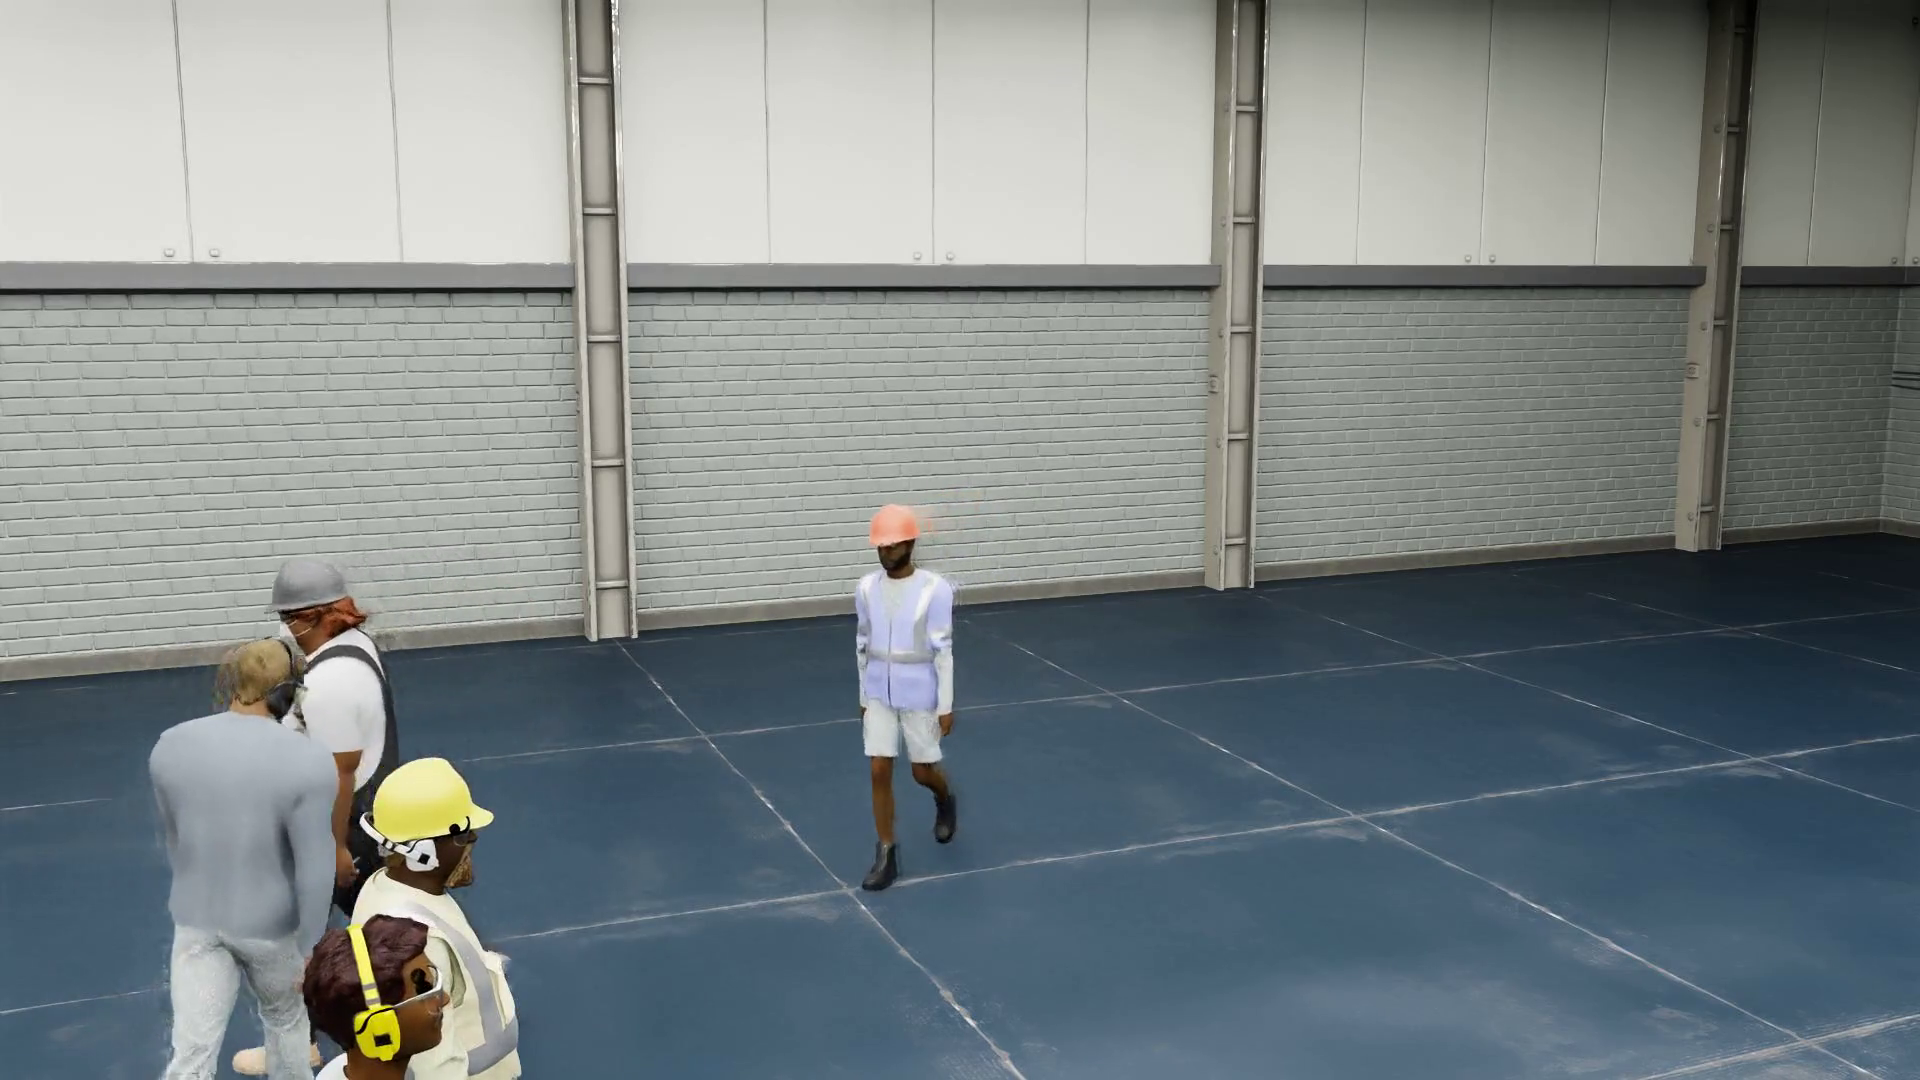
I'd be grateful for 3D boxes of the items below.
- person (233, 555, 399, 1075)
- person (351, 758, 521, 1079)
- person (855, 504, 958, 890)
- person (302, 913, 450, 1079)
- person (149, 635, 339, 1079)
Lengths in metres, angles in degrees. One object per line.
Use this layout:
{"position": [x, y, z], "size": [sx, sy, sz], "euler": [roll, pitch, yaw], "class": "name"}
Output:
{"position": [-2.316, 1.005, 6.409], "size": [0.927, 2.000, 0.686], "euler": [-2, 9, -10], "class": "person"}
{"position": [-1.332, 1.450, 4.260], "size": [0.404, 1.833, 0.590], "euler": [-5, 10, -28], "class": "person"}
{"position": [-0.259, 0.752, 8.399], "size": [0.552, 1.913, 0.776], "euler": [4, 10, 23], "class": "person"}
{"position": [-1.049, 1.608, 3.141], "size": [0.328, 1.877, 0.510], "euler": [-5, 10, -28], "class": "person"}
{"position": [-2.305, 1.257, 5.378], "size": [0.622, 1.878, 1.014], "euler": [0, 9, -2], "class": "person"}
